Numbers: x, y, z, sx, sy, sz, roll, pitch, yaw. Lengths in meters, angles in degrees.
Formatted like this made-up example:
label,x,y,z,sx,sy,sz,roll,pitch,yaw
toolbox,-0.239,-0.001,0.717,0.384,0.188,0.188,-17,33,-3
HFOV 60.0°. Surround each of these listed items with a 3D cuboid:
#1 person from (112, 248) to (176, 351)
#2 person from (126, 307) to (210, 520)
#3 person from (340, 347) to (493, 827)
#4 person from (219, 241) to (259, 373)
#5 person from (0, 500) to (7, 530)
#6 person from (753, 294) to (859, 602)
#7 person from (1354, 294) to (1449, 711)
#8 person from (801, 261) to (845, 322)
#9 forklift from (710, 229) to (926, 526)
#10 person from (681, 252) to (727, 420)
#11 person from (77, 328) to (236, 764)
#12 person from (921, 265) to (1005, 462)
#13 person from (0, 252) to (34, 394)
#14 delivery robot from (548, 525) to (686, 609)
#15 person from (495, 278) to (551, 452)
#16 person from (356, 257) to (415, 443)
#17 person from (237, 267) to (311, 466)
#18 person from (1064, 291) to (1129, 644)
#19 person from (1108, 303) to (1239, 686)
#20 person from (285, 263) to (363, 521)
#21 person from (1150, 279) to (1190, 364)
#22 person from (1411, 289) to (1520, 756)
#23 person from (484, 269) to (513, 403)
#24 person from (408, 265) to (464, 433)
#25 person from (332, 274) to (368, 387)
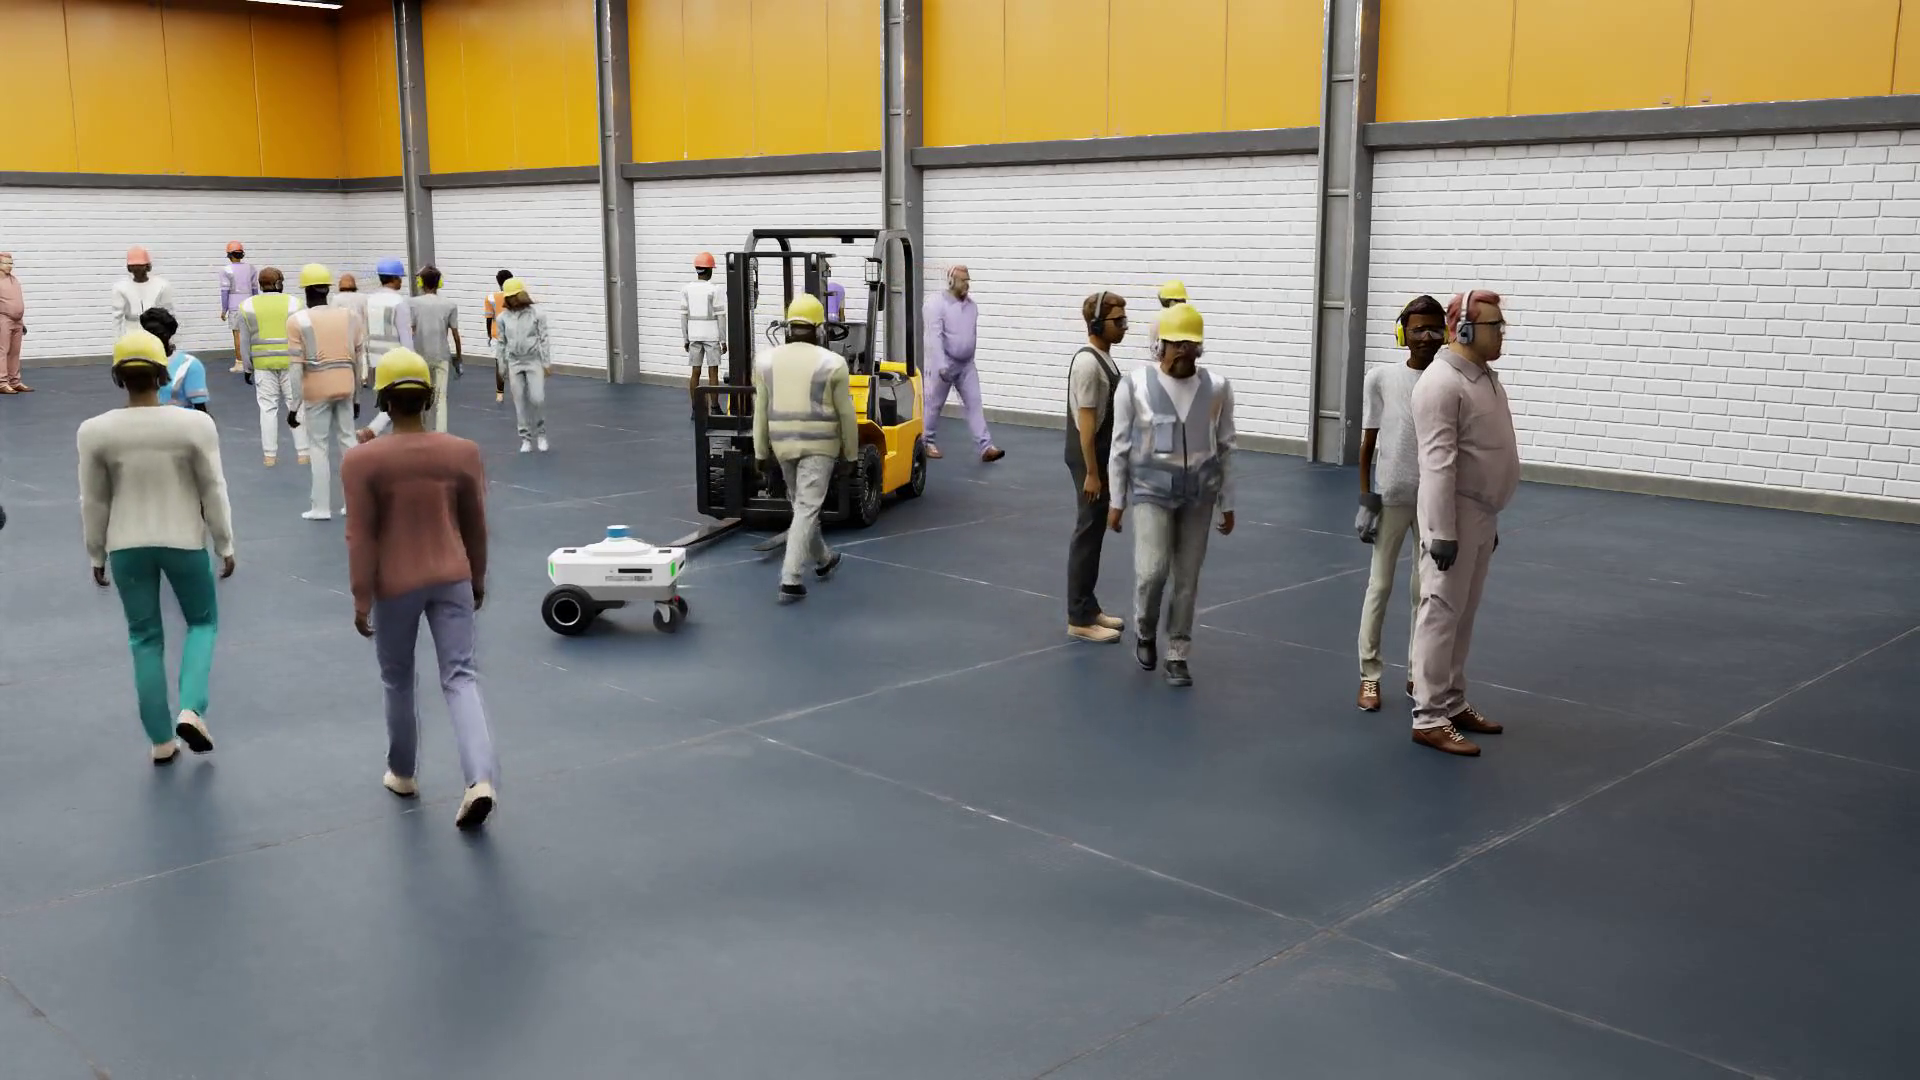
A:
label,x,y,z,sx,sy,sz,roll,pitch,yaw
person,-9.176,-2.274,18.692,0.629,1.980,1.064,-4,11,-19
person,-5.075,-0.637,10.594,0.552,1.666,0.702,0,10,-2
person,-1.946,0.168,6.073,0.532,1.732,0.844,-7,12,-33
person,-11.227,-3.626,25.908,0.375,2.044,0.605,8,13,37
person,-4.823,-0.189,7.643,0.917,1.866,0.682,8,13,35
person,-0.890,-0.563,9.906,0.614,1.782,0.952,4,11,21
person,2.035,-0.159,7.472,0.518,1.874,0.330,0,10,-1
person,-1.645,-2.450,20.032,0.563,1.847,0.390,-5,11,-25
forklift,-1.050,-1.319,12.920,1.214,2.155,2.313,2,11,13
person,-2.935,-2.343,19.201,0.552,1.935,0.370,3,11,18
person,-3.231,0.031,6.718,0.564,1.754,0.404,-3,11,-15
person,-0.031,-1.656,15.706,0.654,1.847,1.020,-8,13,-39
person,-12.871,-2.930,22.508,0.406,1.902,0.637,1,10,4
delivery robot,-1.858,0.164,9.050,0.707,0.478,0.477,0,10,0
person,-4.279,-1.706,16.316,0.518,1.712,0.456,-1,10,-4
person,-5.368,-1.670,15.527,0.634,1.933,0.663,8,13,37
person,-6.332,-1.604,15.448,0.619,1.840,0.430,-3,11,-17
person,0.721,-0.387,8.788,0.326,1.843,0.516,2,11,12
person,1.019,-0.210,7.884,0.618,1.818,0.420,-2,11,-9
person,-4.752,-1.104,12.475,0.378,1.928,0.593,10,14,42
person,1.788,-1.322,14.116,0.323,1.768,0.530,7,13,35
person,2.109,-0.081,6.940,0.410,1.912,0.643,7,12,32
person,-5.778,-2.594,21.226,0.542,1.695,0.316,-3,11,-15
person,-5.136,-1.745,16.199,0.564,1.835,0.897,-3,11,-17
person,-8.575,-2.949,23.468,0.498,1.588,0.891,-5,12,-26
